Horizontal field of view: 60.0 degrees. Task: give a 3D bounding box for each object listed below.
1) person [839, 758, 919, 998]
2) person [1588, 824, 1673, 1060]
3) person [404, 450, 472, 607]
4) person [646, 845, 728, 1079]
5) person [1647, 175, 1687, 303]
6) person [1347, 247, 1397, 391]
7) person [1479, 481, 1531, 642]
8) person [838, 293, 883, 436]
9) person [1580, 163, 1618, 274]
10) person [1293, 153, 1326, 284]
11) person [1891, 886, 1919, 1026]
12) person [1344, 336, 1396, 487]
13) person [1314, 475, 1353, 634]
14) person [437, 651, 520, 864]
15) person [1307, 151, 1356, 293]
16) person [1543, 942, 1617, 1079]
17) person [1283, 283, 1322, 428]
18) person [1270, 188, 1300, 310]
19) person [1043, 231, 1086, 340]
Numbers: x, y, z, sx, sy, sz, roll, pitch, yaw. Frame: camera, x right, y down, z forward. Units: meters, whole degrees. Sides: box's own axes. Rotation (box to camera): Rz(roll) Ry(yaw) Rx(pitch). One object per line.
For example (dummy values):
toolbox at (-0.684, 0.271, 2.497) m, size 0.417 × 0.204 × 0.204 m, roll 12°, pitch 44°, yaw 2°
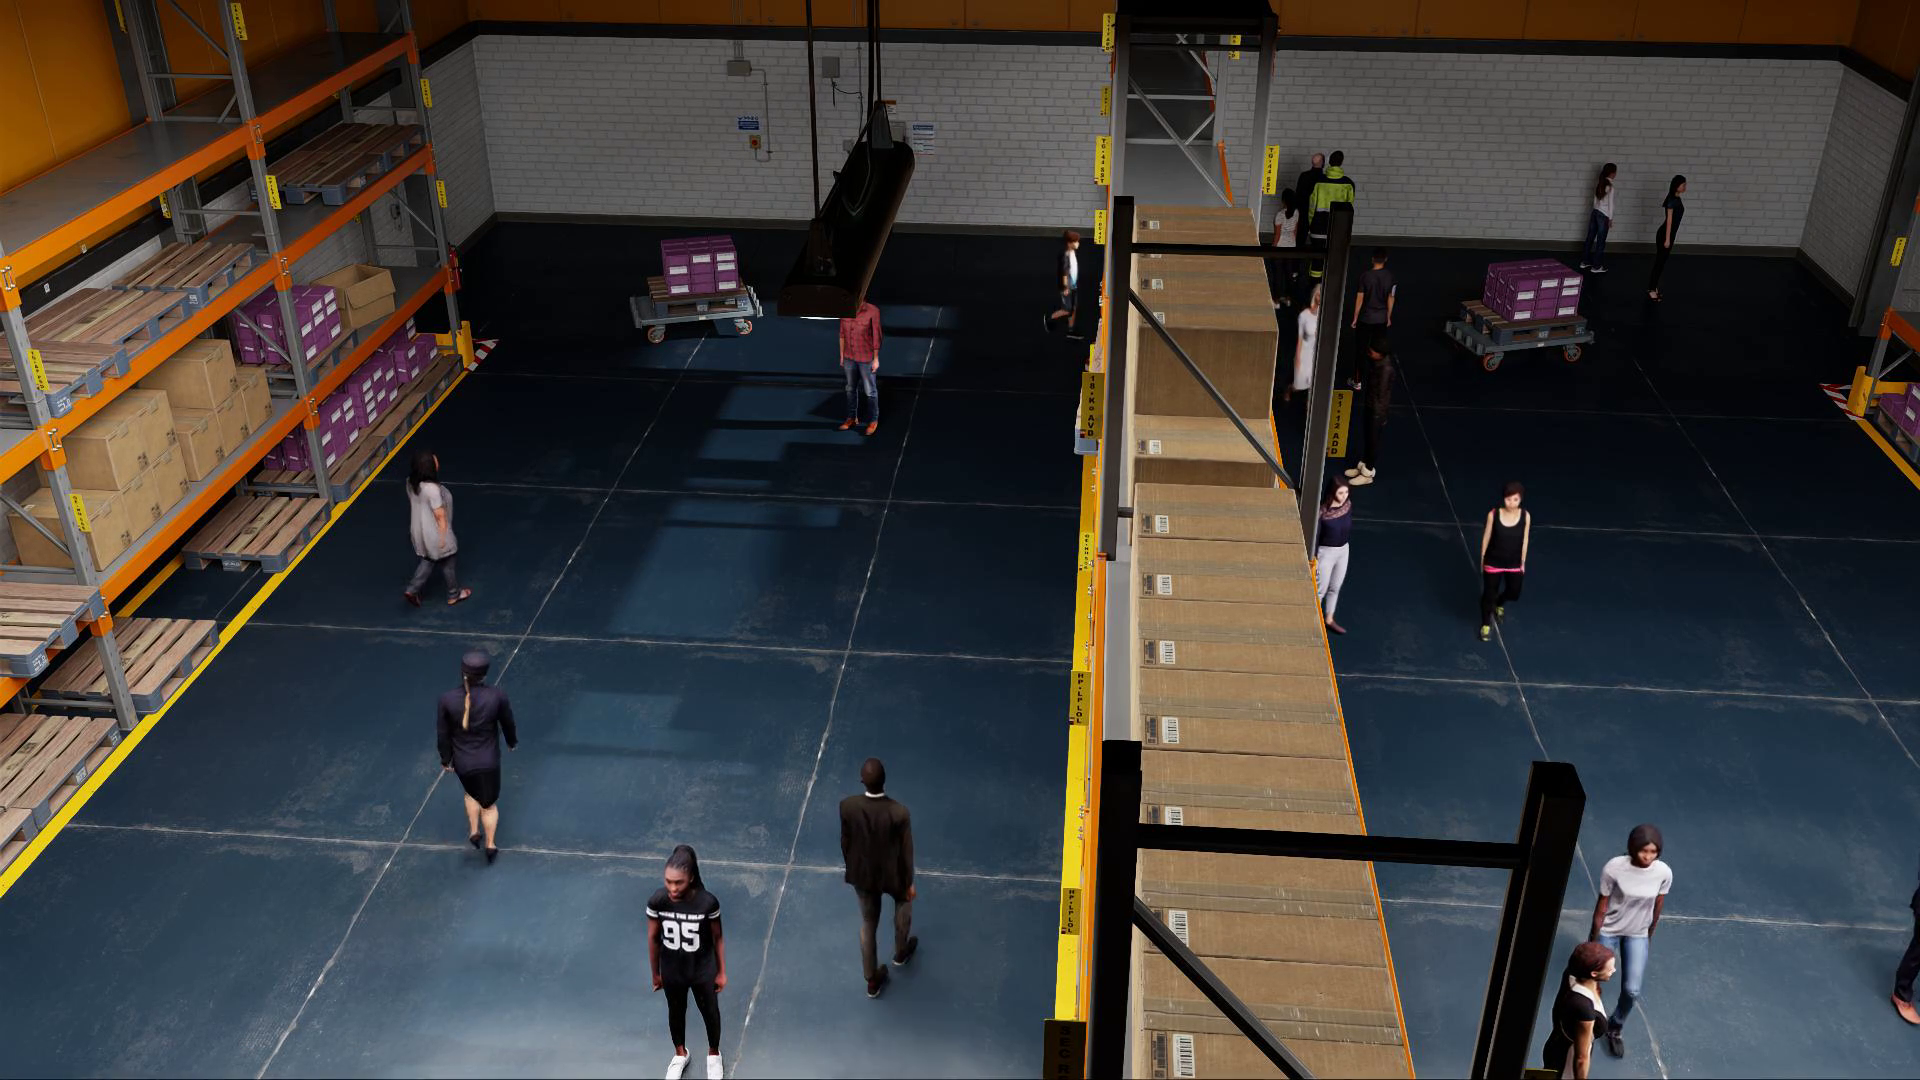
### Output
person at (-0.559, 2.263, 10.924) m, size 0.763 × 1.782 × 0.875 m, roll 7°, pitch 29°, yaw 13°
person at (4.197, 2.467, 10.632) m, size 0.620 × 1.704 × 0.701 m, roll 5°, pitch 29°, yaw 10°
person at (-4.947, -0.078, 15.412) m, size 0.855 × 1.594 × 0.964 m, roll 19°, pitch 34°, yaw 31°
person at (-1.673, 2.644, 10.281) m, size 0.623 × 1.729 × 0.561 m, roll 1°, pitch 29°, yaw 1°
person at (9.642, -4.132, 22.693) m, size 0.685 × 1.737 × 0.562 m, roll 16°, pitch 32°, yaw 26°
person at (4.946, -2.658, 19.966) m, size 0.680 × 1.763 × 0.592 m, roll -3°, pitch 29°, yaw -5°
person at (4.912, 0.150, 15.049) m, size 0.582 × 1.542 × 0.703 m, roll 4°, pitch 29°, yaw 7°
person at (-1.134, -2.103, 18.876) m, size 0.745 × 1.831 × 0.680 m, roll 12°, pitch 31°, yaw 21°
person at (9.160, -4.623, 23.780) m, size 0.678 × 1.559 × 0.592 m, roll -12°, pitch 31°, yaw -21°
person at (4.915, -4.503, 23.272) m, size 0.762 × 1.835 × 0.777 m, roll 21°, pitch 35°, yaw 33°
person at (6.352, 2.364, 10.800) m, size 0.715 × 1.723 × 0.690 m, roll -4°, pitch 29°, yaw -8°
person at (4.449, -1.390, 17.748) m, size 0.660 × 1.660 × 0.589 m, roll 15°, pitch 32°, yaw 26°
person at (3.341, 0.145, 14.986) m, size 0.690 × 1.609 × 0.734 m, roll -18°, pitch 33°, yaw -30°
person at (-3.557, 1.648, 12.206) m, size 0.799 × 1.634 × 0.796 m, roll -11°, pitch 30°, yaw -19°
person at (5.082, -4.376, 22.885) m, size 0.776 × 1.983 × 0.641 m, roll 4°, pitch 29°, yaw 8°
person at (3.473, 3.013, 9.534) m, size 0.642 × 1.795 × 0.419 m, roll 2°, pitch 29°, yaw 4°
person at (3.957, -2.115, 19.002) m, size 0.751 × 1.732 × 0.999 m, roll -6°, pitch 29°, yaw -11°
person at (4.374, -3.938, 22.433) m, size 0.654 × 1.646 × 0.689 m, roll -16°, pitch 32°, yaw -26°
person at (1.351, -3.289, 21.461) m, size 0.759 × 1.438 × 0.792 m, roll 13°, pitch 31°, yaw 22°
